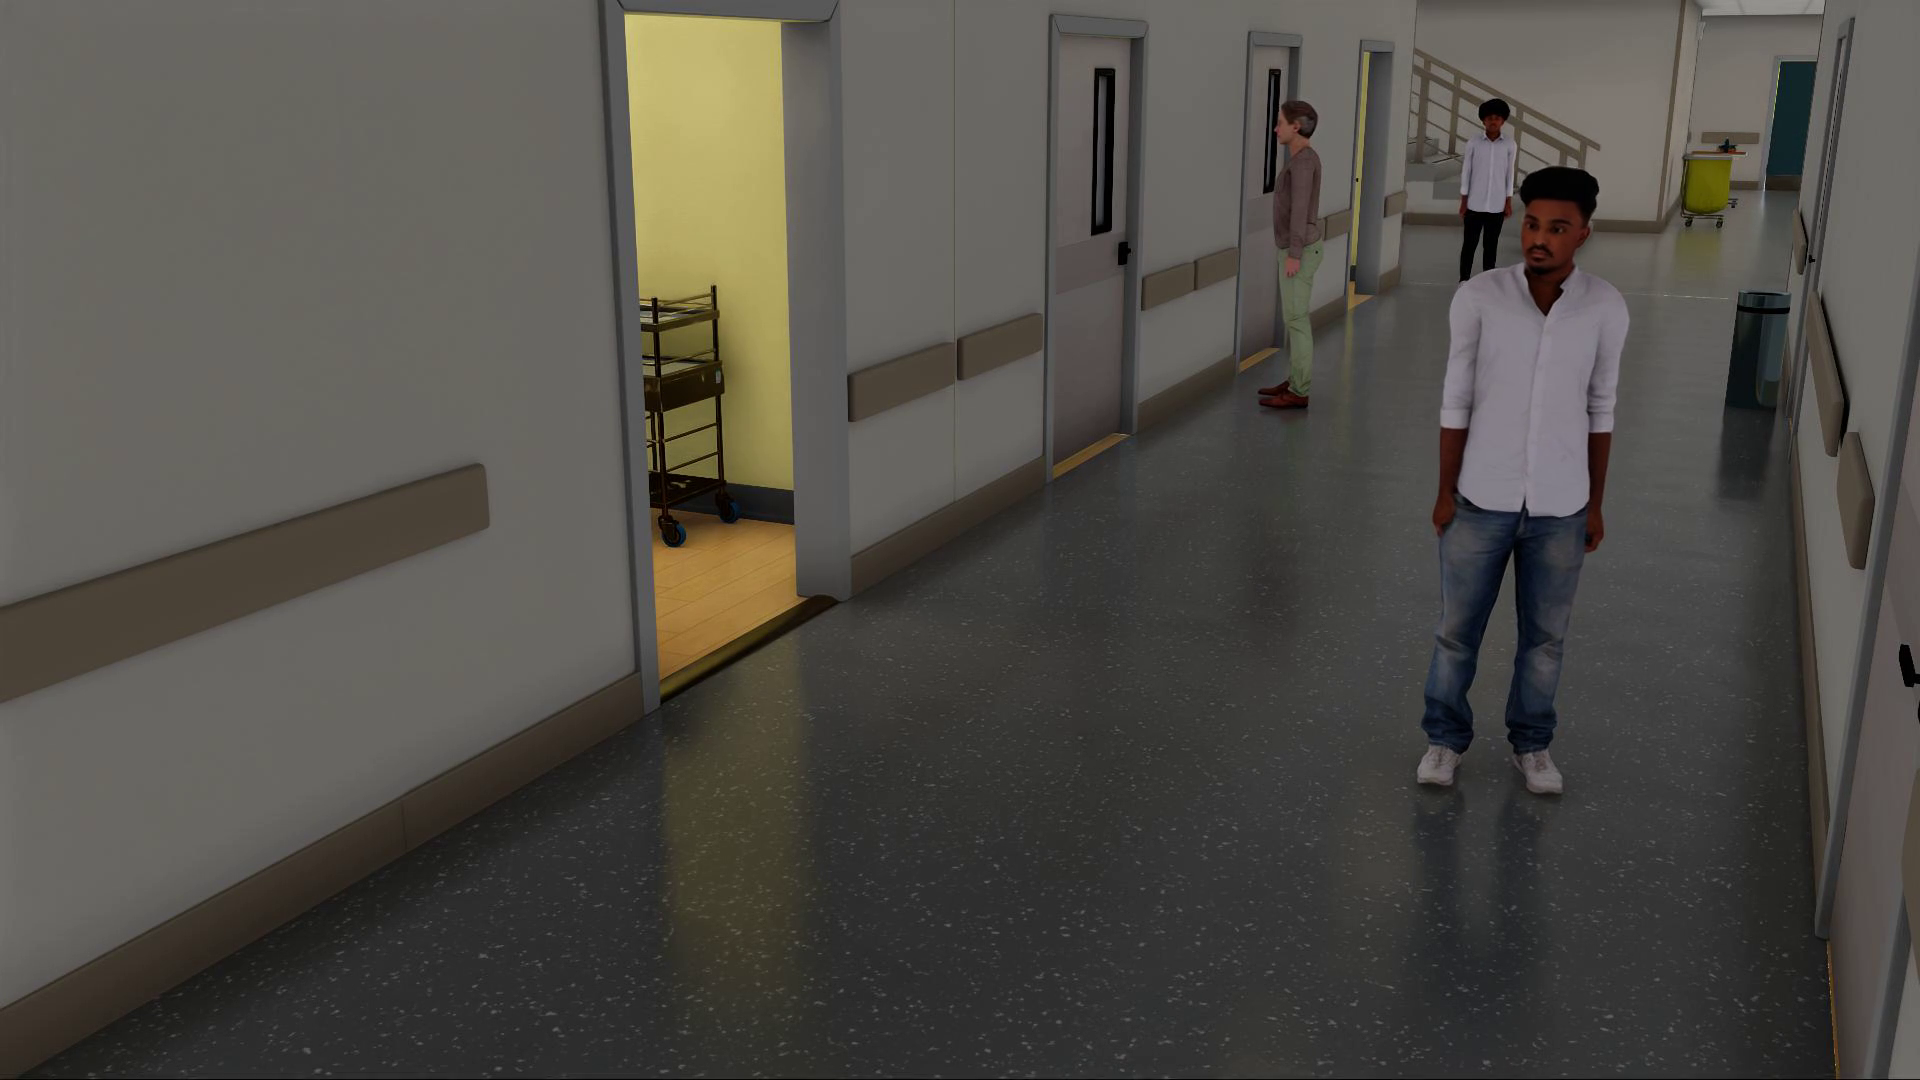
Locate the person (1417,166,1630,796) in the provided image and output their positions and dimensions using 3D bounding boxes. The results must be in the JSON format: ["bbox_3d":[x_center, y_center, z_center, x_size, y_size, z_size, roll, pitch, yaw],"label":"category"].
[{"bbox_3d":[1.614,-0.163,4.778,0.583,1.805,0.744,4,16,14],"label":"person"}]

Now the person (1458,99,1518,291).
[{"bbox_3d":[4.860,-3.153,15.376,0.582,1.809,0.738,3,16,12],"label":"person"}]

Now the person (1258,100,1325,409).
[{"bbox_3d":[2.112,-1.782,10.399,0.703,1.870,0.742,2,16,7],"label":"person"}]
